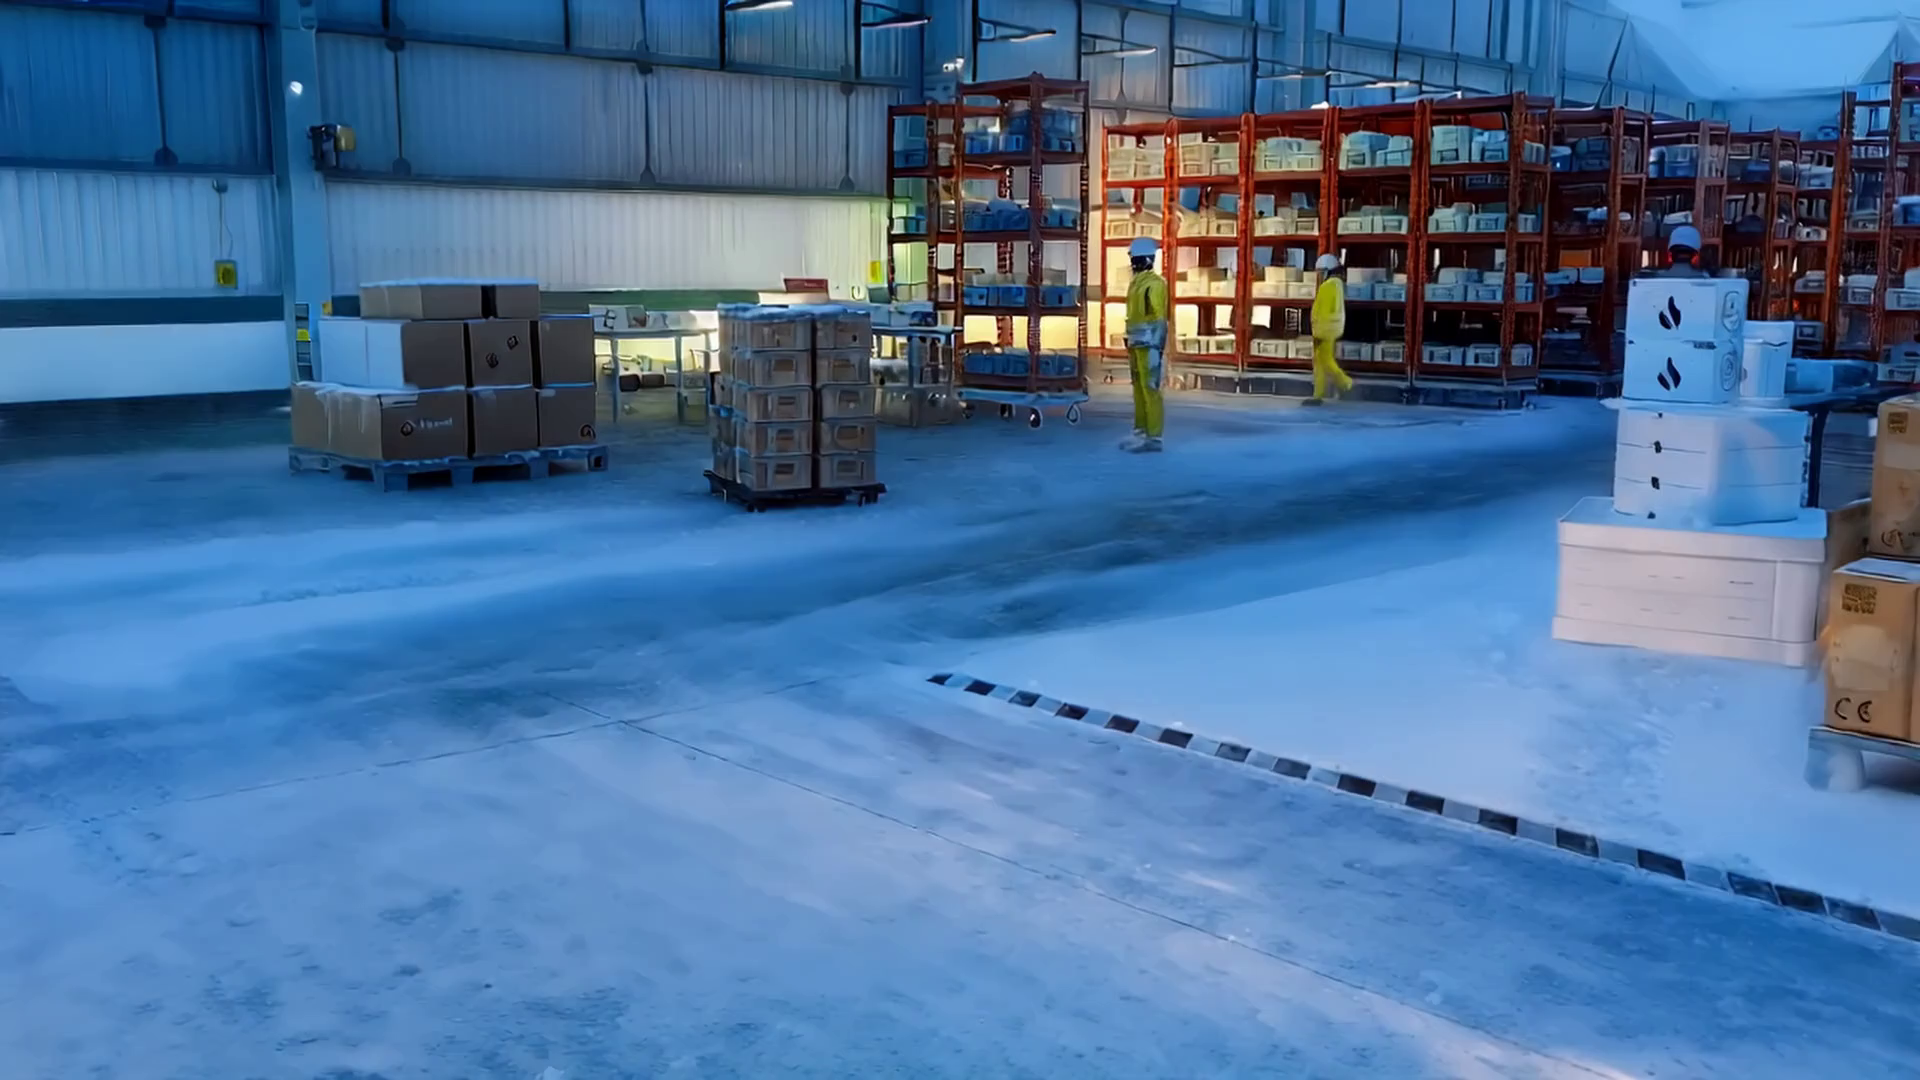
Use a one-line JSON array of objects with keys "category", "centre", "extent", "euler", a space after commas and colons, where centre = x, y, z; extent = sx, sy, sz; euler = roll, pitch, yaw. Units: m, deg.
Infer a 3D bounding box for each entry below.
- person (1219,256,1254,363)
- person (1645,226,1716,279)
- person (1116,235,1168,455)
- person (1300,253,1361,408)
[{"category": "person", "centre": [4.570, -3.800, 27.674], "extent": [0.707, 1.817, 0.569], "euler": [-5, 11, -29]}, {"category": "person", "centre": [5.218, -1.302, 12.171], "extent": [0.623, 1.972, 0.705], "euler": [7, 11, 35]}, {"category": "person", "centre": [1.645, -1.734, 14.833], "extent": [0.389, 1.949, 0.604], "euler": [-3, 10, -15]}, {"category": "person", "centre": [4.345, -2.443, 19.481], "extent": [0.588, 1.819, 0.607], "euler": [5, 11, 29]}]
